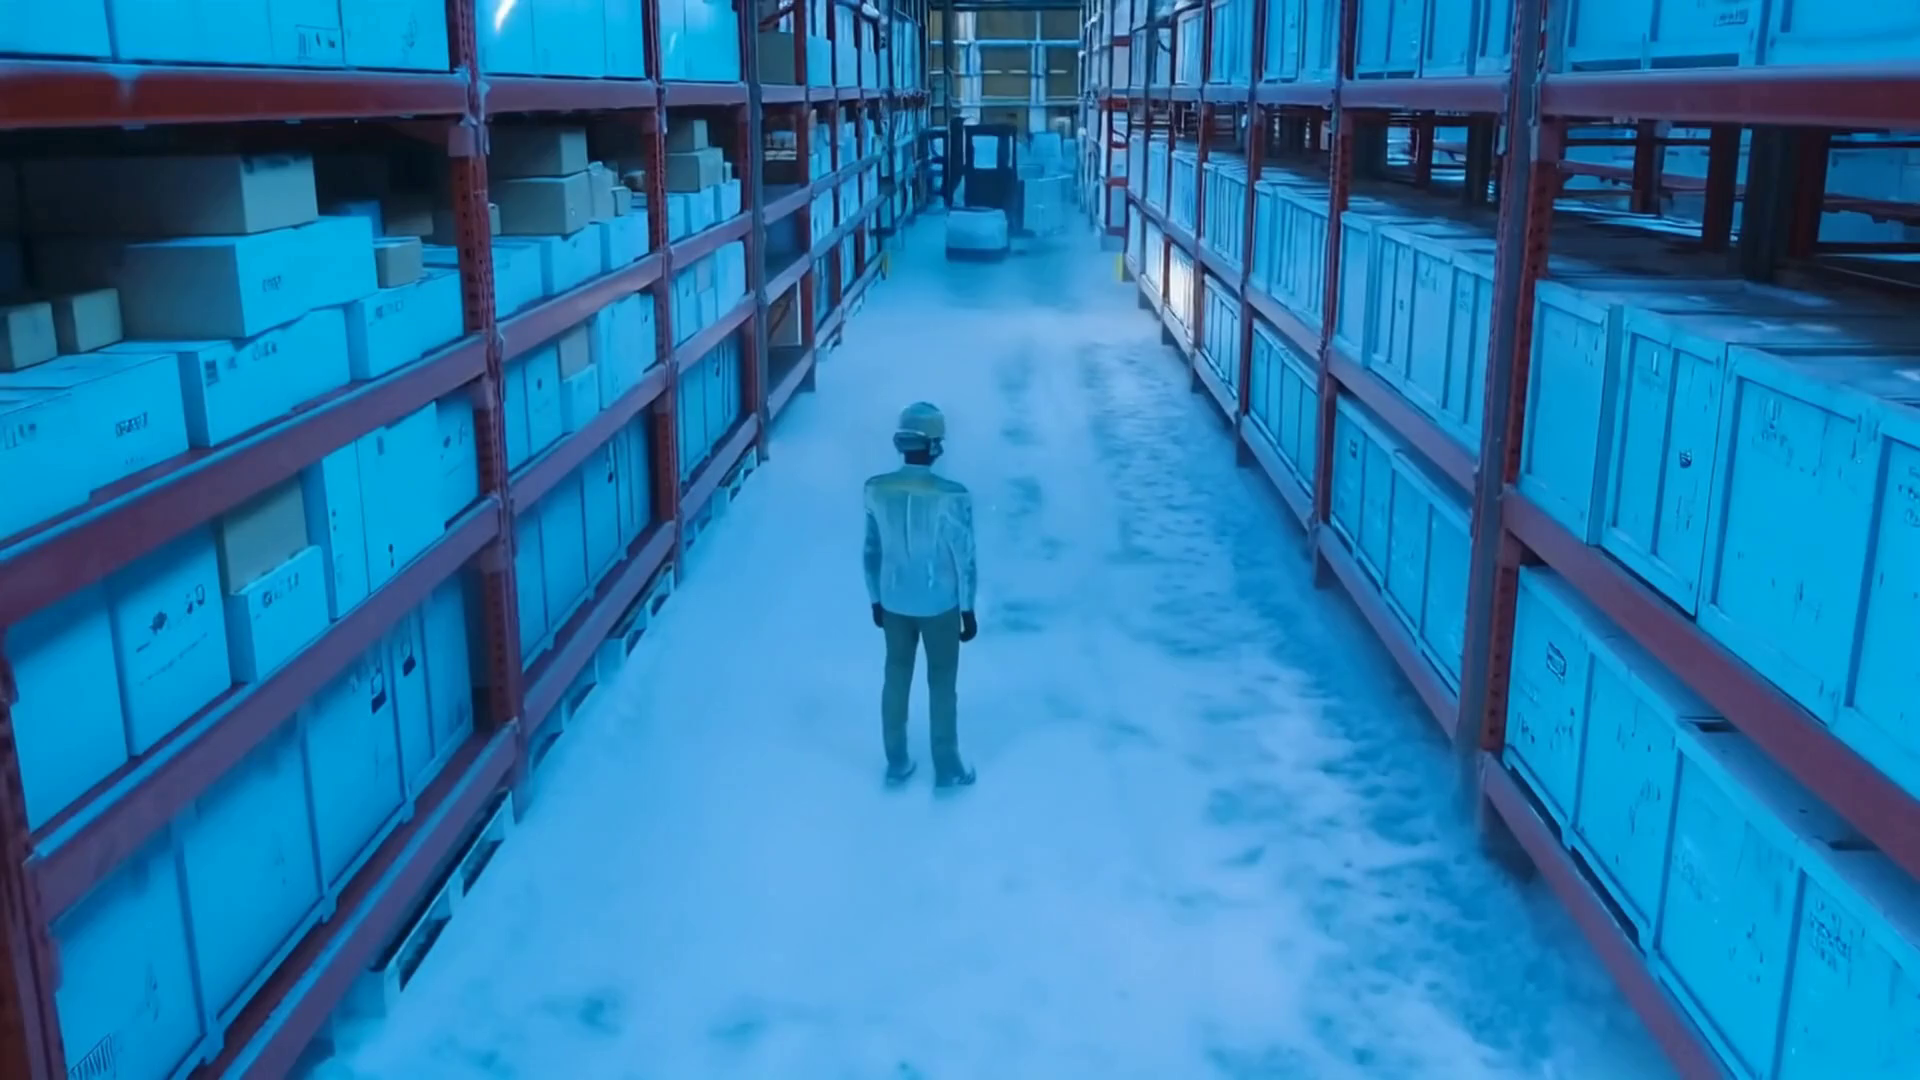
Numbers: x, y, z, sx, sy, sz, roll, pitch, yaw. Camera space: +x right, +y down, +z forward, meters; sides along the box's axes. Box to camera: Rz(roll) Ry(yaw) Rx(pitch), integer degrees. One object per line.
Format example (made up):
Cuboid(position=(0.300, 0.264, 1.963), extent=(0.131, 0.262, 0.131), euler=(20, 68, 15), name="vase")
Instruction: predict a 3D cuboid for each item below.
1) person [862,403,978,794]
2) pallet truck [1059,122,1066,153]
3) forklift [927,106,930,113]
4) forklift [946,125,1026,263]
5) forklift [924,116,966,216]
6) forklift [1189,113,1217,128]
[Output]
Cuboid(position=(-0.189, 0.301, 8.356), extent=(0.609, 1.993, 0.382), euler=(6, 16, 22), name="person")
Cuboid(position=(5.788, -21.111, 88.014), extent=(1.885, 1.965, 0.823), euler=(5, 16, 18), name="pallet truck")
Cuboid(position=(-2.001, -20.667, 84.687), extent=(1.129, 2.768, 1.873), euler=(0, 15, 2), name="forklift")
Cuboid(position=(0.537, -7.321, 35.032), extent=(1.129, 2.768, 1.873), euler=(7, 16, 23), name="forklift")
Cuboid(position=(-0.089, -10.751, 47.794), extent=(1.873, 2.768, 1.129), euler=(0, 15, 2), name="forklift")
Cuboid(position=(7.981, -12.718, 55.110), extent=(1.129, 2.768, 1.873), euler=(0, 15, 1), name="forklift")
